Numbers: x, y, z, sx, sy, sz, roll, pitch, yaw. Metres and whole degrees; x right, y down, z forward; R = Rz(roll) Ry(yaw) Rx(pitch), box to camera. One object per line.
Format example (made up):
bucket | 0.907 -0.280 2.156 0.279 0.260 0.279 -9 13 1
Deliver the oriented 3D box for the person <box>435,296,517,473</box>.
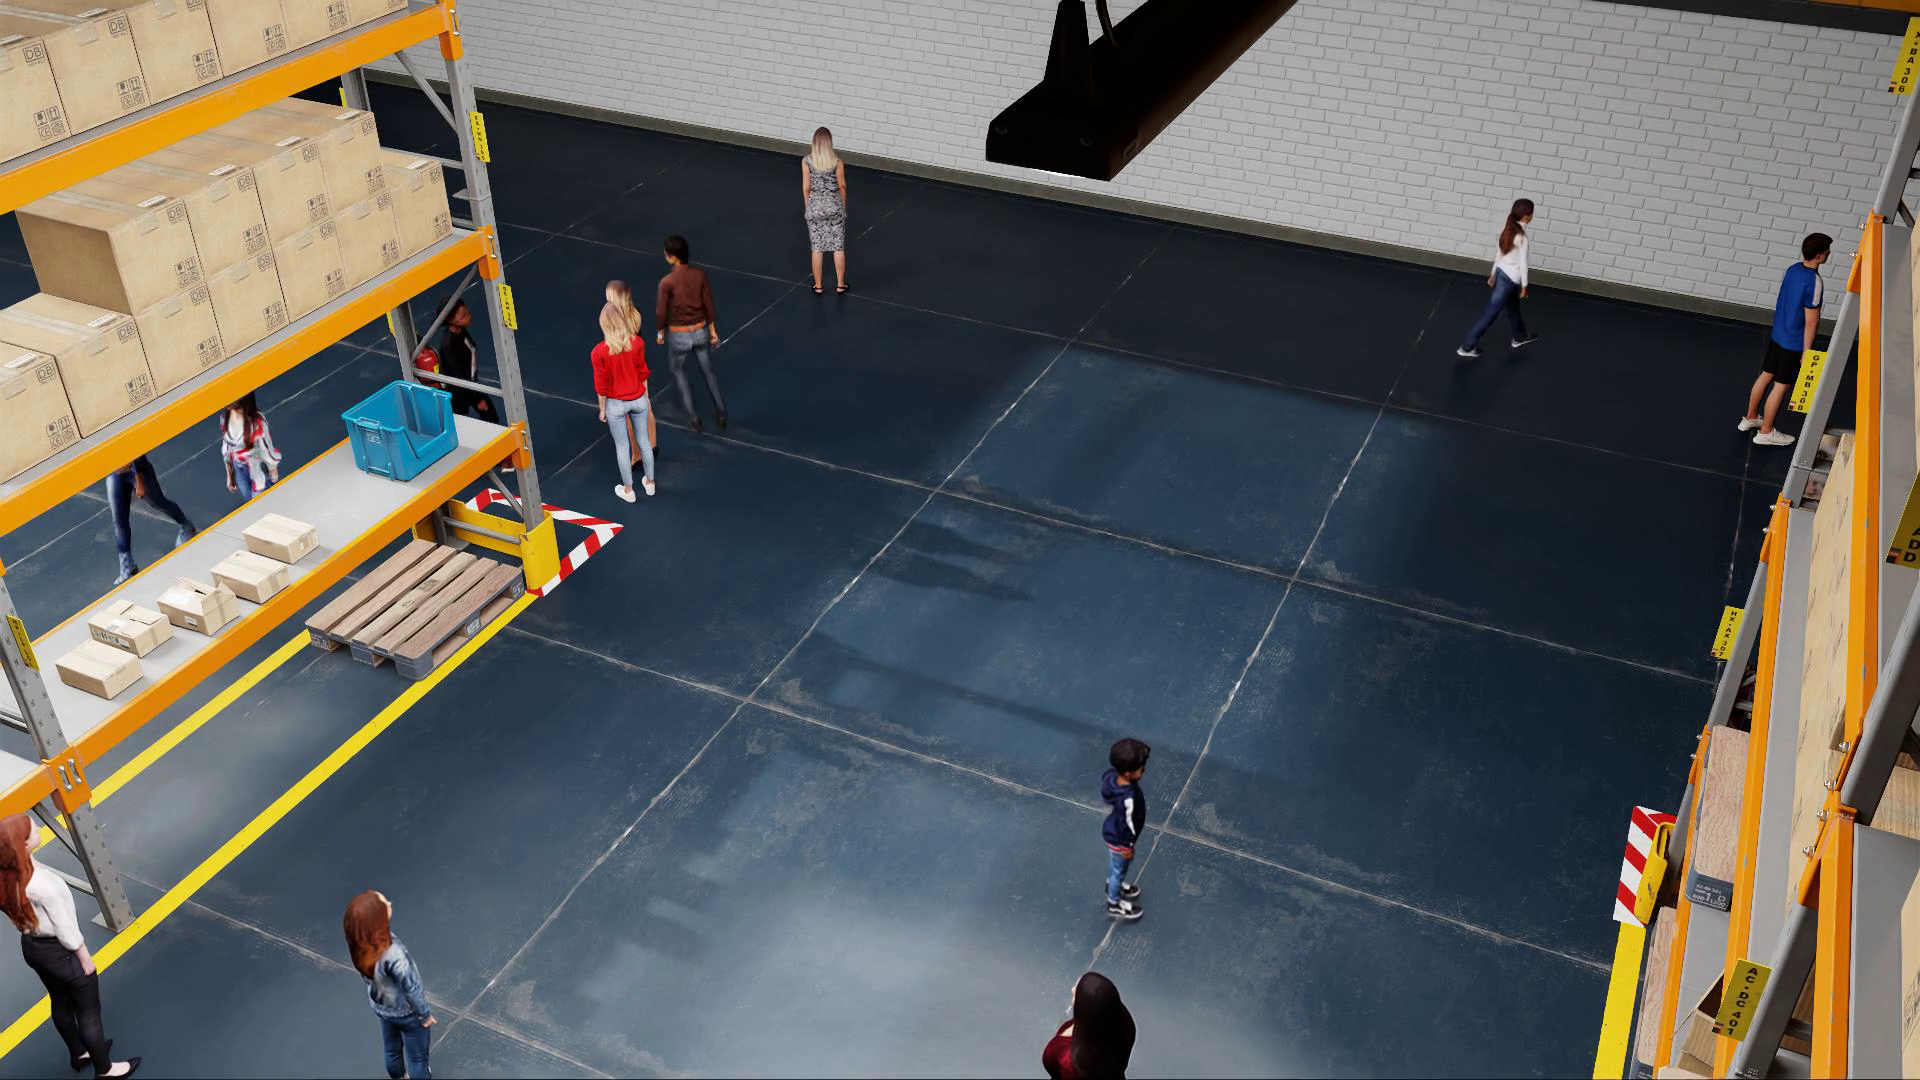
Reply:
person | -4.069 -1.196 13.339 0.814 1.649 0.921 4 34 6

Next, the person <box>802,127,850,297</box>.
person | -1.325 -3.222 16.337 0.637 1.704 0.623 0 34 0

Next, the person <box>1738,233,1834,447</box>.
person | 6.931 -1.695 13.894 0.798 1.866 0.693 -4 34 -6

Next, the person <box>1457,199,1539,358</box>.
person | 4.927 -2.348 15.196 1.069 1.512 1.059 -9 35 -14

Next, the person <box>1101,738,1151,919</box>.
person | 0.921 1.631 9.471 0.641 1.223 0.534 3 34 4

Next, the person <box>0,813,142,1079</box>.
person | -4.528 2.069 8.329 0.584 1.758 0.486 15 36 21

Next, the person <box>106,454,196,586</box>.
person | -6.089 -0.503 12.357 0.670 1.583 1.032 12 36 18

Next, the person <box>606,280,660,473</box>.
person | -2.680 -1.335 13.526 0.619 1.674 0.447 11 35 16

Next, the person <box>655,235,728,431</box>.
person | -2.278 -1.676 13.968 0.729 1.753 0.840 -16 37 -23

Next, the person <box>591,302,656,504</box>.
person | -2.639 -1.082 13.118 0.627 1.705 0.747 -20 39 -27

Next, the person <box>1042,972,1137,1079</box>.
person | 0.584 2.599 7.532 0.741 1.757 0.558 18 38 25

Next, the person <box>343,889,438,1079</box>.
person | -2.801 2.291 8.249 0.597 1.477 0.541 20 39 27
